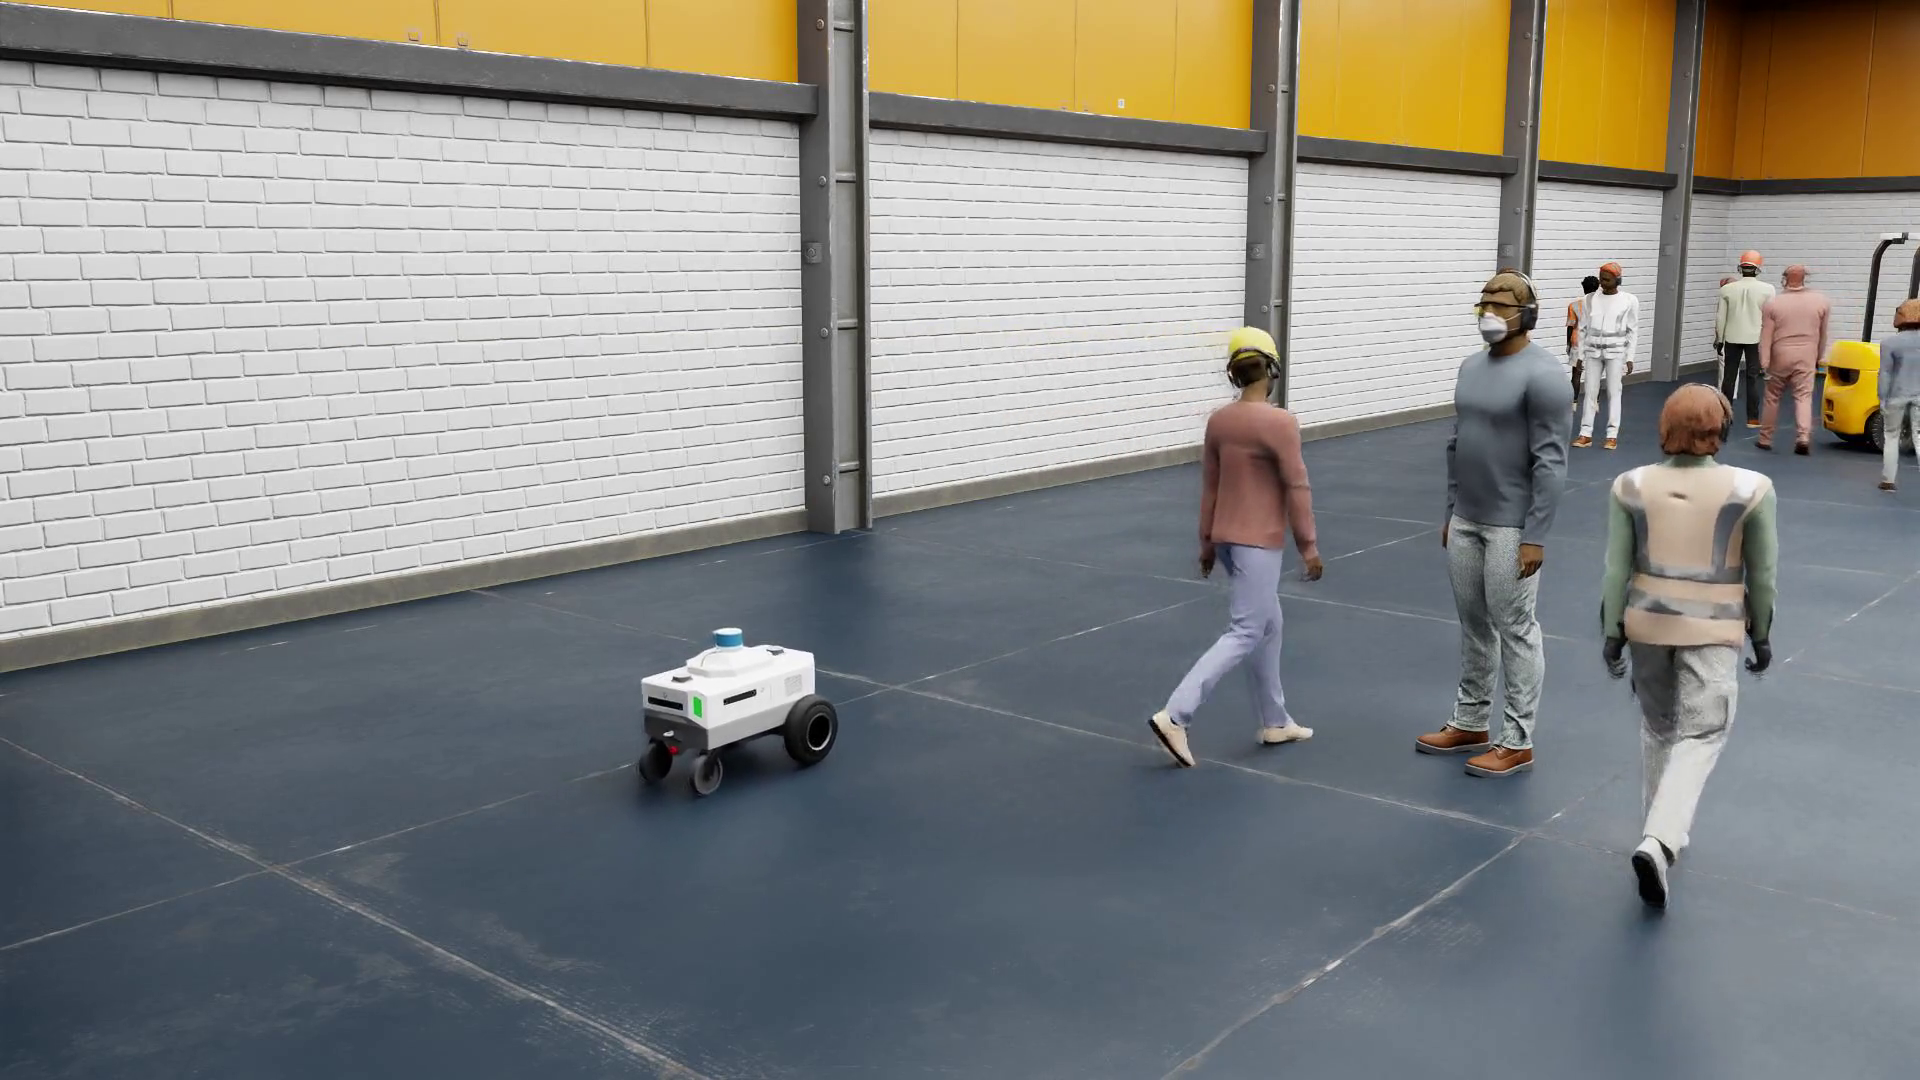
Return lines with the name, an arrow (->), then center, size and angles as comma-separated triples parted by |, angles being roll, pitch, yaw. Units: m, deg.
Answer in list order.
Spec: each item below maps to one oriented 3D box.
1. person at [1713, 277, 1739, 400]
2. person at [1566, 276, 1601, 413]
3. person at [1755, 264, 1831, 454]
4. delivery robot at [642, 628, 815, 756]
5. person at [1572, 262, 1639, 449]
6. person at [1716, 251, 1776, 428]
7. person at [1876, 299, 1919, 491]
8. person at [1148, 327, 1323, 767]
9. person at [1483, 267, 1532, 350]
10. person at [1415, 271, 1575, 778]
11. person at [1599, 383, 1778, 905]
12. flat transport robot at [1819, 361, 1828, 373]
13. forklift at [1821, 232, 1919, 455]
person -> 10.218, -2.668, 22.143 | 0.521, 1.636, 0.311 | -7, 12, -35
person -> 7.746, -2.411, 20.538 | 0.530, 1.689, 0.321 | 3, 10, 15
person -> 8.247, -1.793, 16.501 | 0.648, 1.894, 0.759 | 3, 10, 14
delivery robot -> -0.889, 0.585, 6.435 | 0.477, 0.478, 0.707 | 7, 12, 35
person -> 6.531, -1.860, 16.836 | 0.572, 1.886, 0.358 | 8, 13, 38
person -> 8.897, -2.268, 18.851 | 0.611, 1.995, 0.380 | 6, 12, 32
person -> 7.799, -1.168, 13.653 | 0.508, 1.613, 0.643 | 2, 10, 13
person -> 1.089, 0.020, 6.602 | 0.803, 1.721, 0.544 | -4, 11, -23
person -> 5.297, -1.720, 16.162 | 0.619, 1.845, 0.430 | -9, 13, -40
person -> 2.076, -0.061, 6.442 | 0.370, 1.940, 0.631 | -3, 10, -18
person -> 2.265, 0.312, 5.255 | 0.499, 1.611, 0.767 | 8, 13, 40
flat transport robot -> 13.496, -2.758, 26.542 | 1.431, 0.197, 0.652 | 2, 10, 10
forklift -> 9.955, -1.972, 16.595 | 2.313, 2.155, 1.214 | 1, 10, 8
